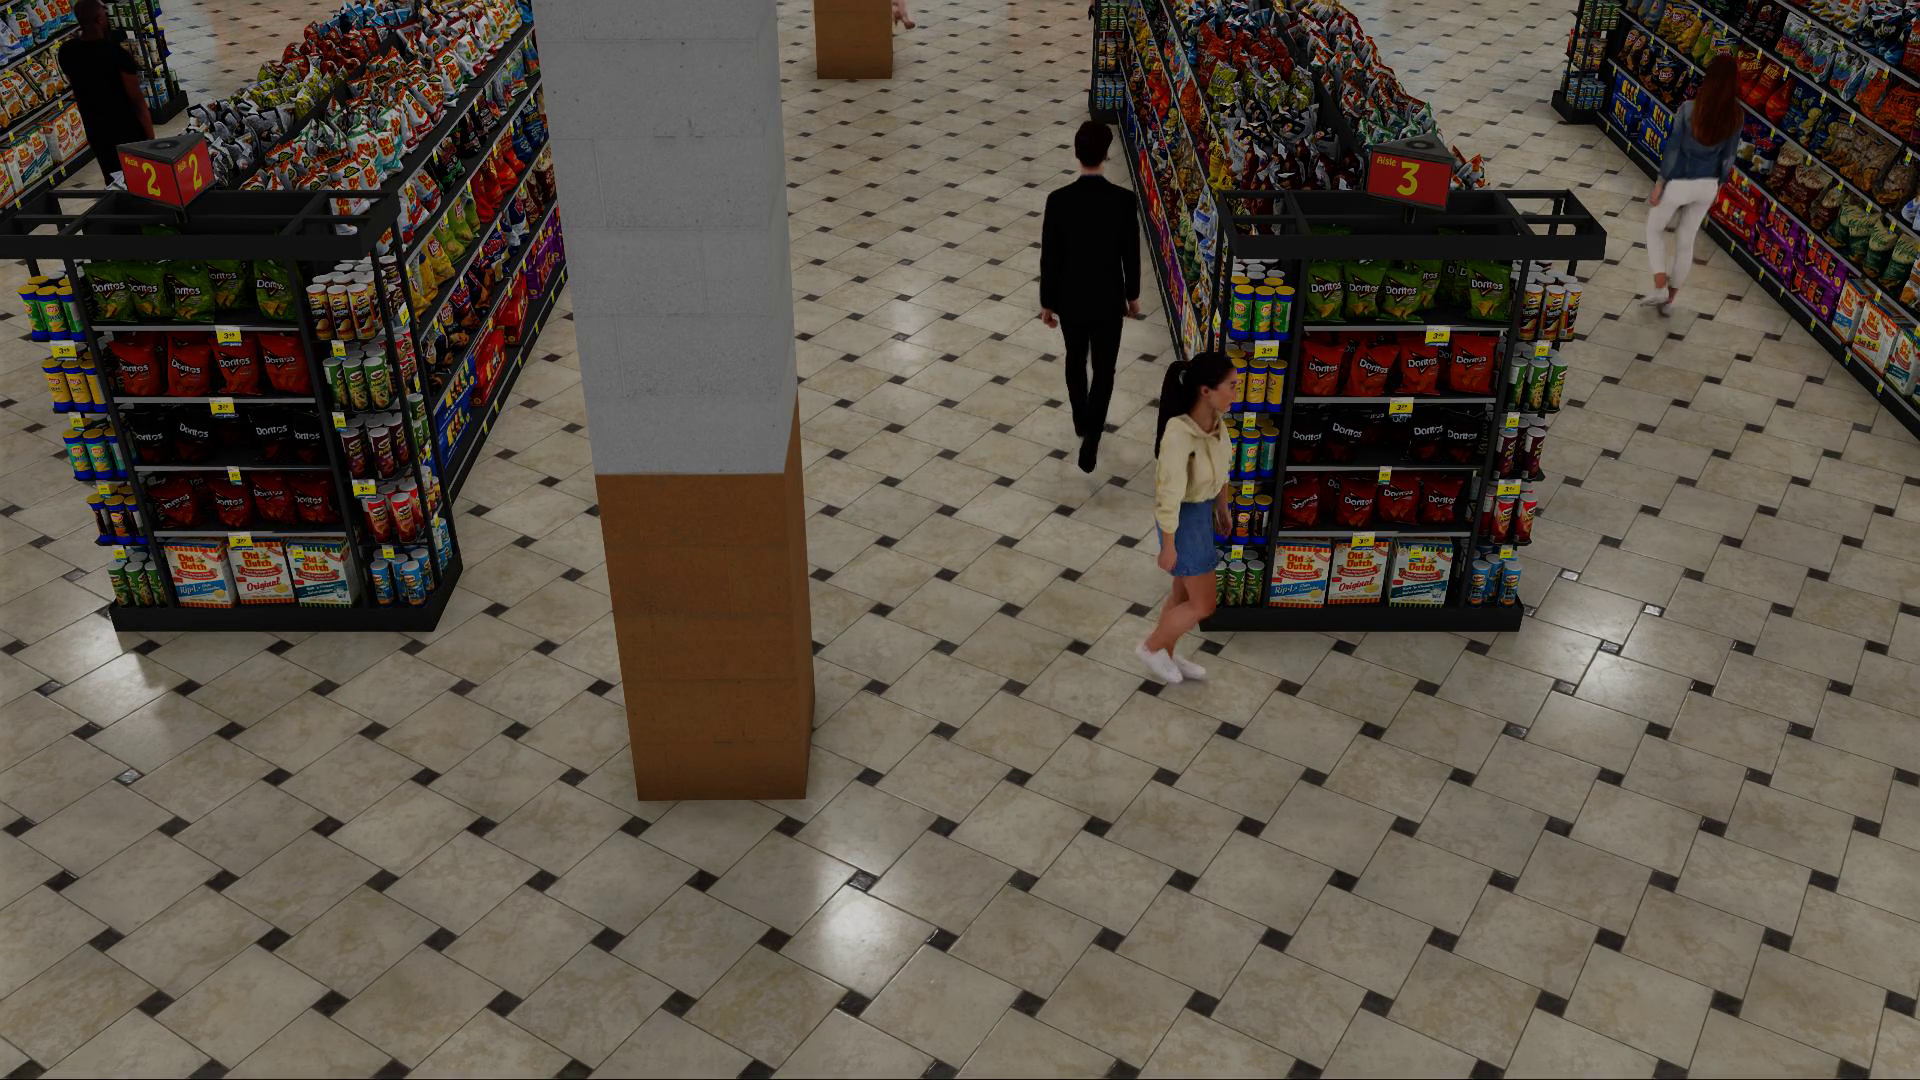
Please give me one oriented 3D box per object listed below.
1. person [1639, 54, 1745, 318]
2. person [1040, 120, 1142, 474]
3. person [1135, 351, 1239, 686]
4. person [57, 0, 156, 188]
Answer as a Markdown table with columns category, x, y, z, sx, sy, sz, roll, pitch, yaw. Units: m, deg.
| category | x | y | z | sx | sy | sz | roll | pitch | yaw |
| --- | --- | --- | --- | --- | --- | --- | --- | --- | --- |
| person | 4.654 | -2.196 | 10.550 | 0.641 | 1.694 | 0.606 | 1 | 32 | 2 |
| person | 0.702 | -1.260 | 8.882 | 0.797 | 1.867 | 1.209 | 4 | 32 | 6 |
| person | 0.913 | -0.084 | 7.228 | 0.789 | 1.617 | 0.660 | 13 | 34 | 20 |
| person | -5.759 | -2.758 | 11.337 | 0.685 | 1.816 | 0.600 | 3 | 32 | 5 |
